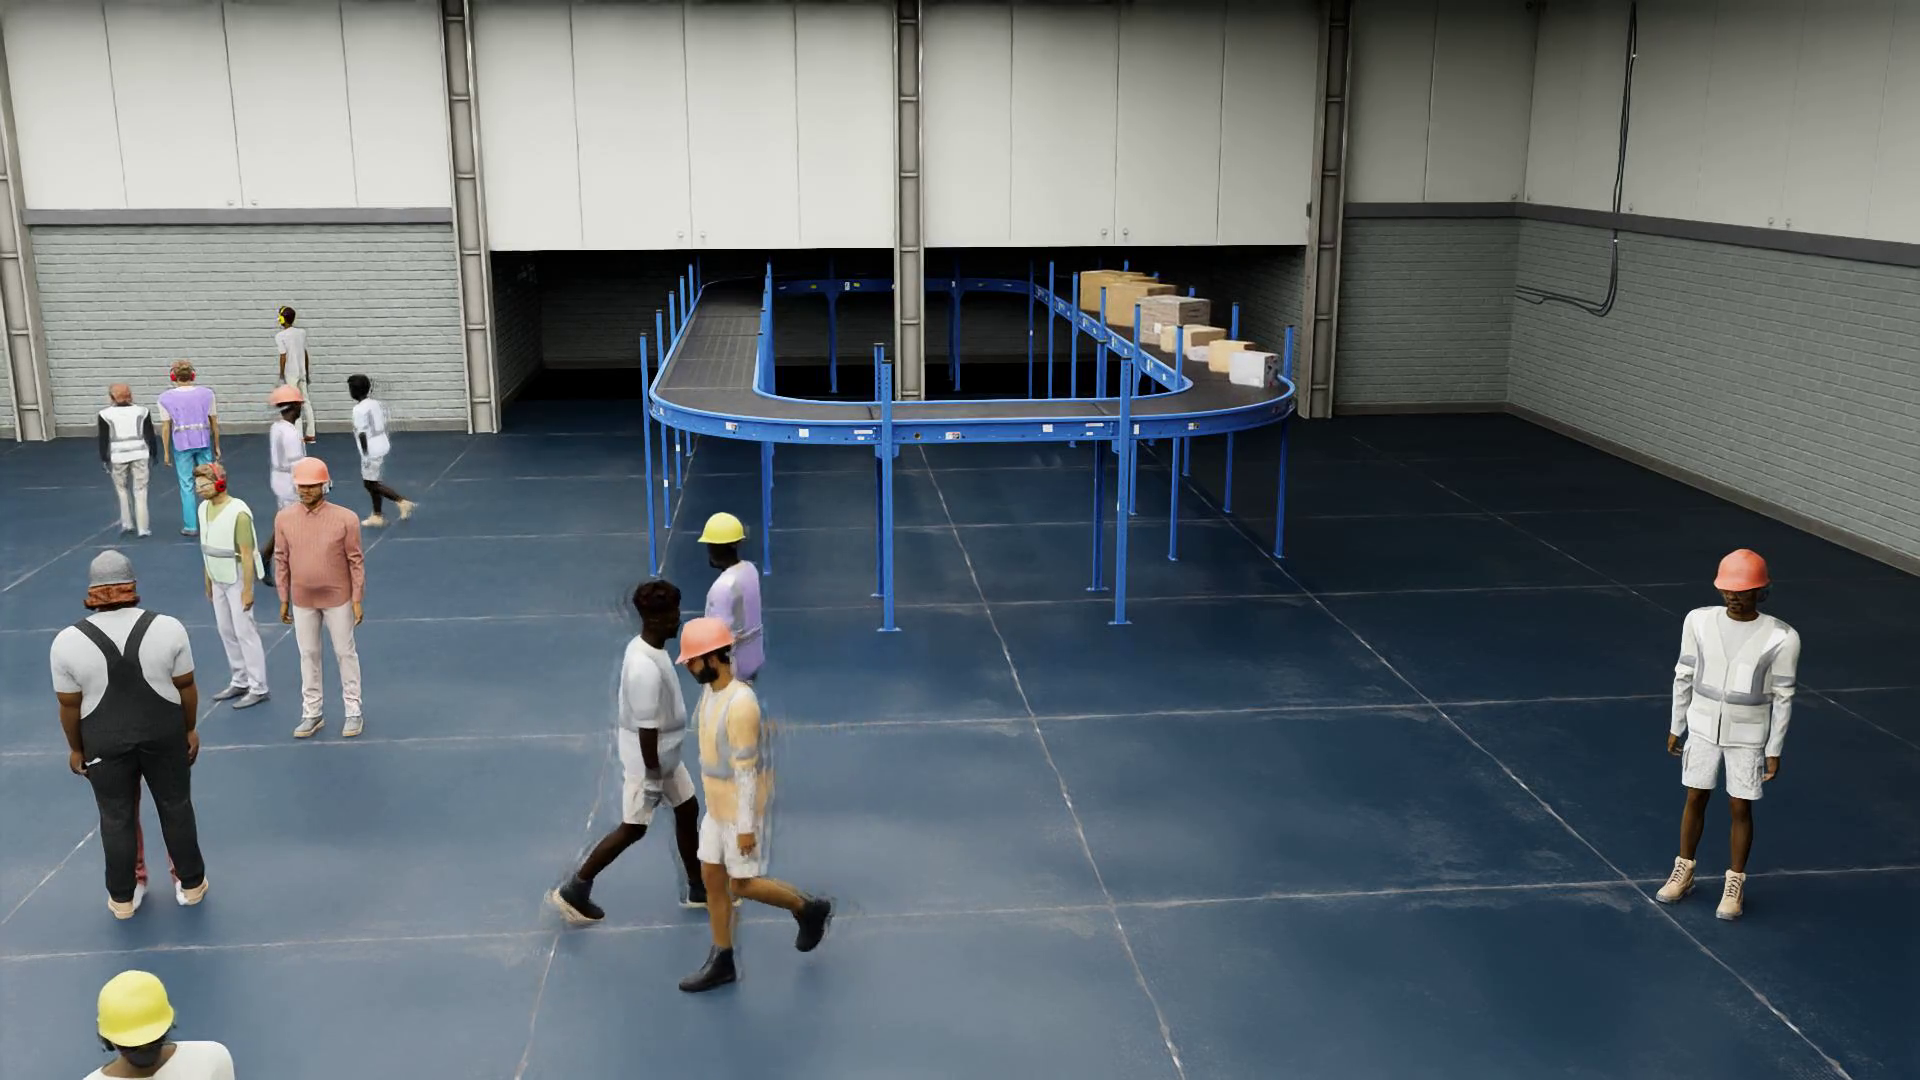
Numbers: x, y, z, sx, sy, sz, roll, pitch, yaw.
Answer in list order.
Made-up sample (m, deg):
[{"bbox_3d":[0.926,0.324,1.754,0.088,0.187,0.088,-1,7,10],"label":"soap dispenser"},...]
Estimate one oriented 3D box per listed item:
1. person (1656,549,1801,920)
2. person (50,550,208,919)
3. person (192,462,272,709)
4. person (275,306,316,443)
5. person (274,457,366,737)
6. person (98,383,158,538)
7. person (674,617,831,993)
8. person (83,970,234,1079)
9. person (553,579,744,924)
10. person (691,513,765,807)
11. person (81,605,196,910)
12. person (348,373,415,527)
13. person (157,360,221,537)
[{"bbox_3d":[4.138,1.041,8.984,0.608,2.044,0.378,12,18,39],"label":"person"},{"bbox_3d":[-4.492,1.032,9.024,0.676,2.000,0.536,-7,16,-27],"label":"person"},{"bbox_3d":[-5.378,0.316,12.315,0.579,1.831,0.386,10,17,35],"label":"person"},{"bbox_3d":[-8.929,-2.192,22.271,0.333,1.872,0.515,7,15,25],"label":"person"},{"bbox_3d":[-4.471,0.400,11.641,0.611,1.997,0.375,-1,14,-2],"label":"person"},{"bbox_3d":[-8.705,-0.849,17.440,0.543,1.602,0.761,-7,16,-25],"label":"person"},{"bbox_3d":[-1.061,1.296,8.277,0.734,1.889,0.597,-8,16,-28],"label":"person"},{"bbox_3d":[-2.473,2.138,5.179,0.526,1.761,0.328,-12,18,-39],"label":"person"},{"bbox_3d":[-1.718,1.134,8.872,0.973,1.927,0.597,-2,14,-7],"label":"person"},{"bbox_3d":[-1.447,0.763,10.359,0.504,1.905,0.601,4,15,17],"label":"person"},{"bbox_3d":[-4.501,1.085,9.092,0.597,1.908,0.409,-6,15,-21],"label":"person"},{"bbox_3d":[-6.142,-0.937,17.637,0.565,1.671,0.557,0,14,-1],"label":"person"},{"bbox_3d":[-8.008,-0.948,17.347,0.570,1.840,0.372,-12,18,-39],"label":"person"}]
